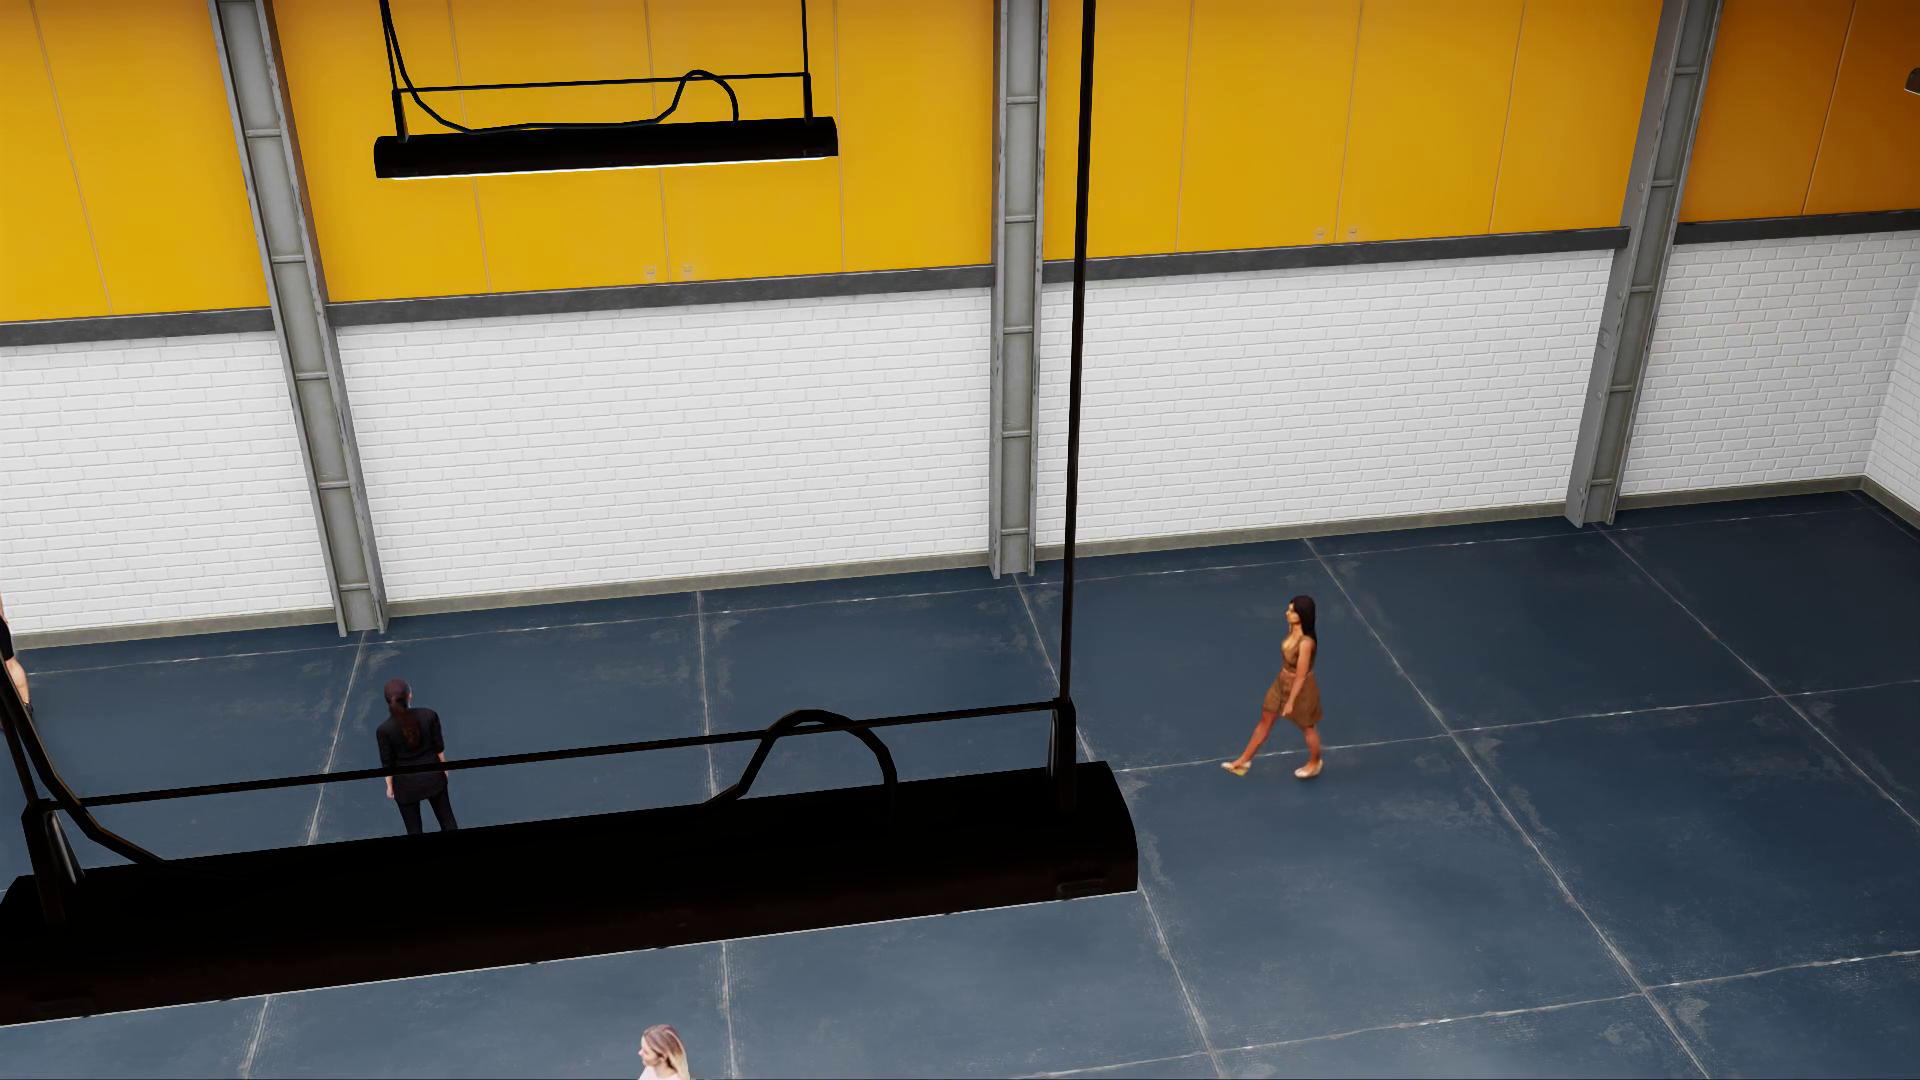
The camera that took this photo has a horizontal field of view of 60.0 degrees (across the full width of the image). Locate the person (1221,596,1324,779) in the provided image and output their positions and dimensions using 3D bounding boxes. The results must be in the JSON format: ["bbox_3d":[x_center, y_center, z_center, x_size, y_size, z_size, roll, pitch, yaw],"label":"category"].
[{"bbox_3d":[2.642,1.169,12.690,1.005,1.651,0.571,-5,29,-9],"label":"person"}]

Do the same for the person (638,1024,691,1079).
[{"bbox_3d":[-1.447,3.233,8.883,0.987,1.673,0.753,-13,31,-22],"label":"person"}]

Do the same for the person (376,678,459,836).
[{"bbox_3d":[-3.811,1.702,11.705,0.606,1.660,0.731,-17,33,-29],"label":"person"}]

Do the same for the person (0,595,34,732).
[{"bbox_3d":[-7.820,0.732,13.341,0.659,1.795,0.648,11,31,19],"label":"person"}]
